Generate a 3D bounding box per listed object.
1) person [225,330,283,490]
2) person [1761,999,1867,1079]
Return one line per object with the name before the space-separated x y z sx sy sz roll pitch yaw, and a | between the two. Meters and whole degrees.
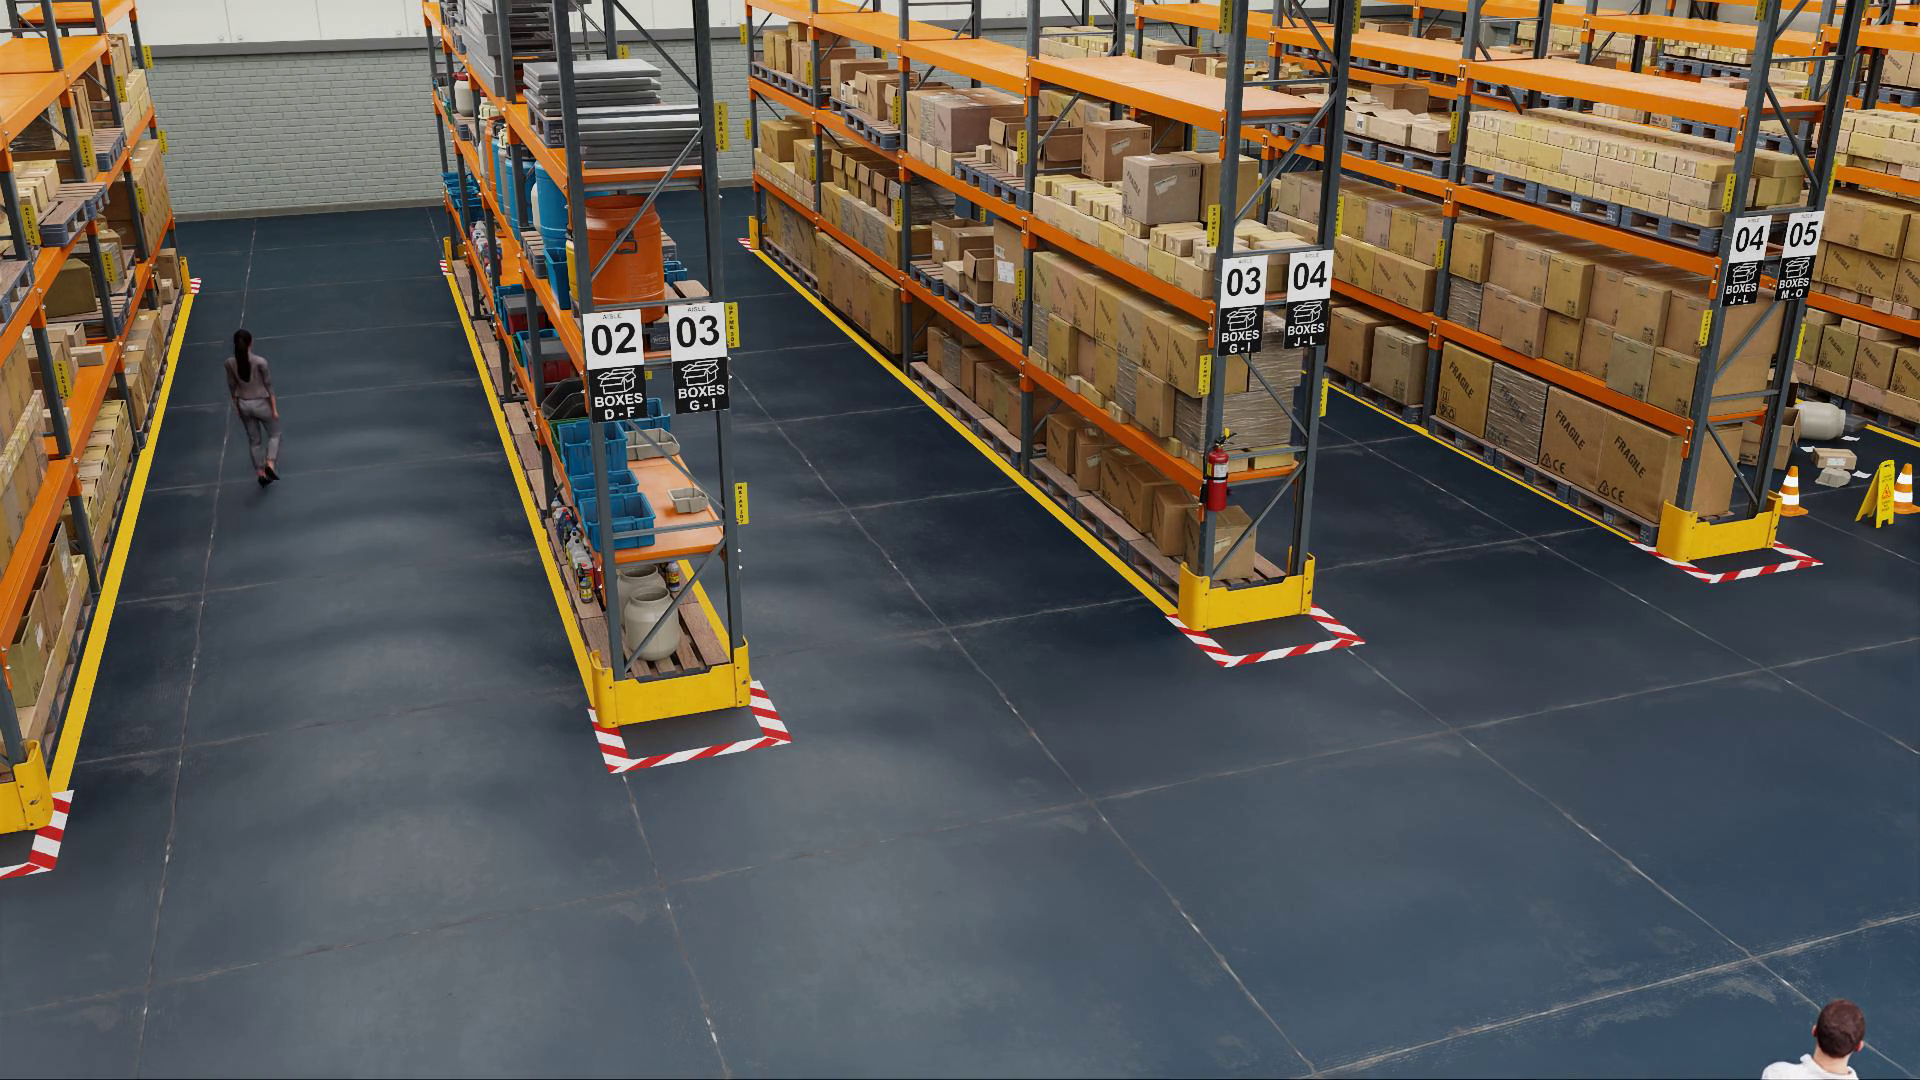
person | -7.251 -1.303 17.034 0.714 1.665 0.707 1 22 1
person | 3.519 2.724 6.942 0.721 1.850 0.773 9 24 22
